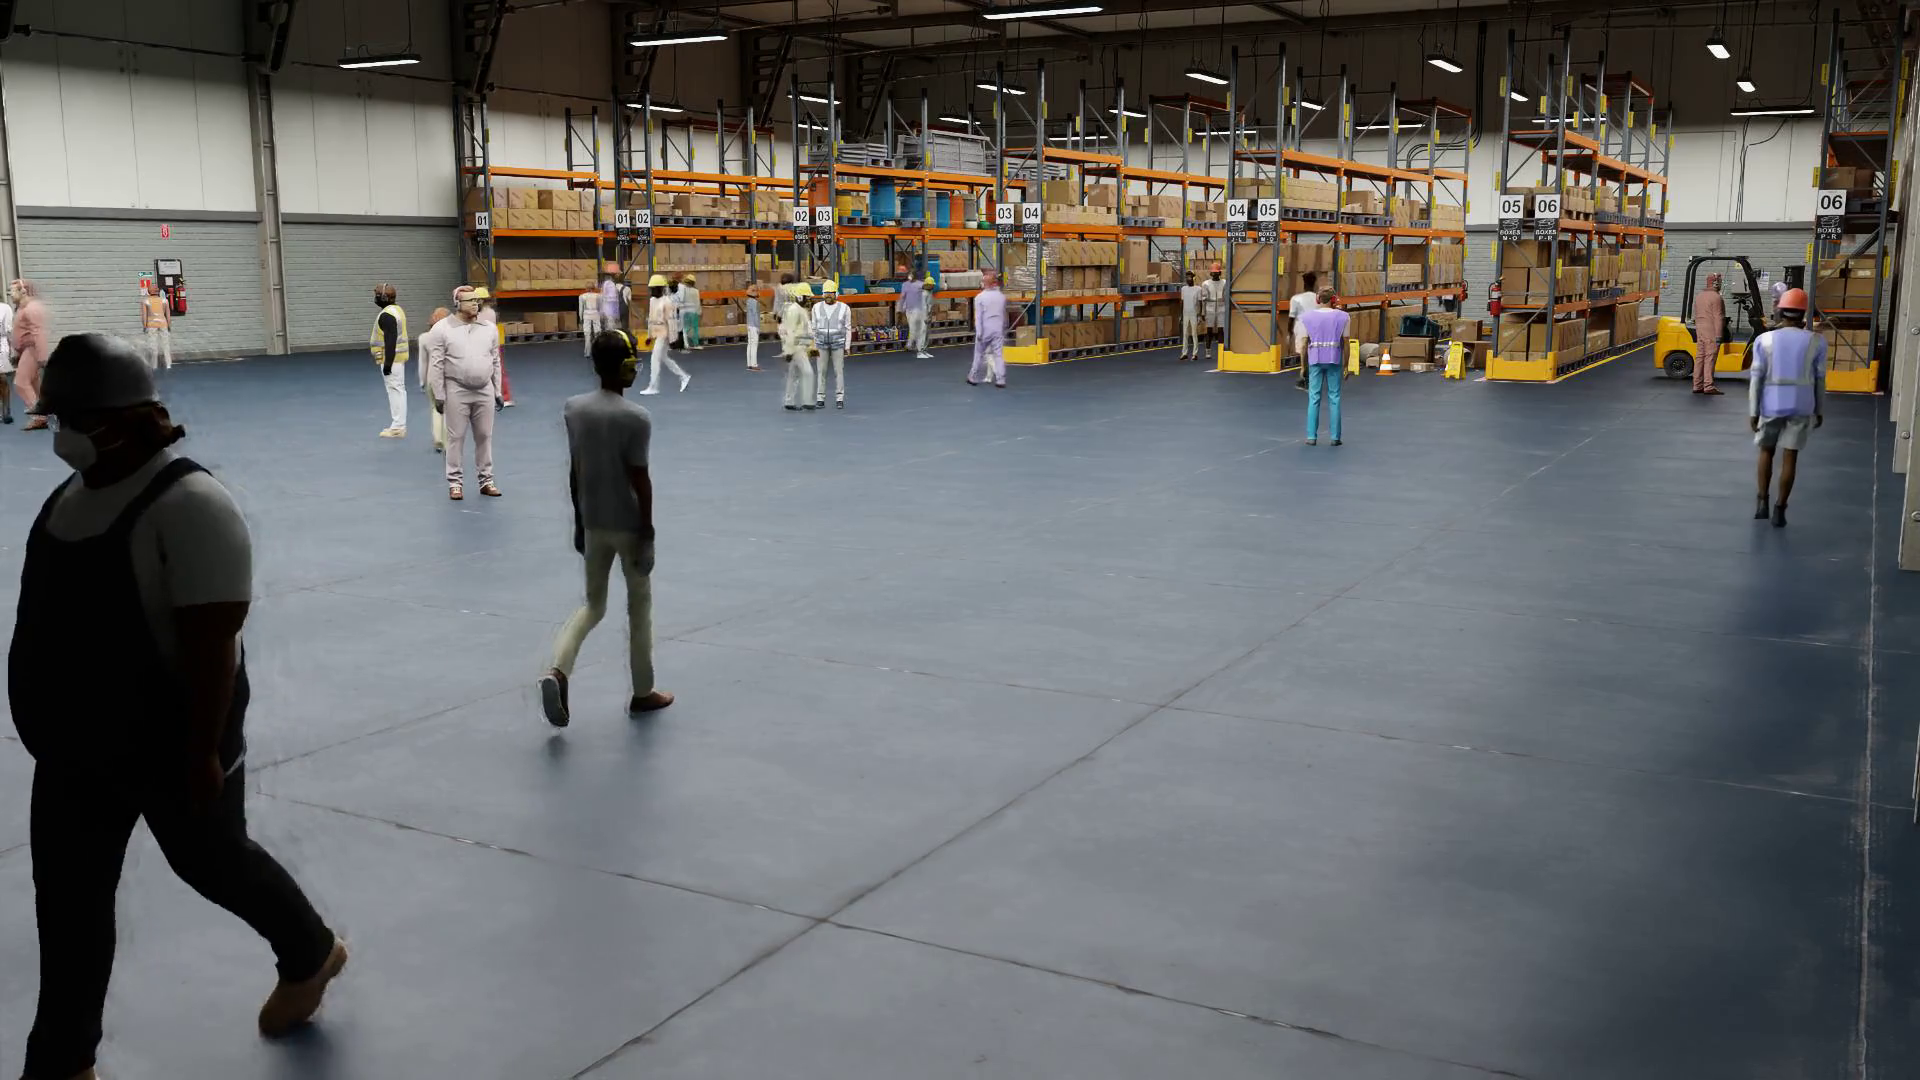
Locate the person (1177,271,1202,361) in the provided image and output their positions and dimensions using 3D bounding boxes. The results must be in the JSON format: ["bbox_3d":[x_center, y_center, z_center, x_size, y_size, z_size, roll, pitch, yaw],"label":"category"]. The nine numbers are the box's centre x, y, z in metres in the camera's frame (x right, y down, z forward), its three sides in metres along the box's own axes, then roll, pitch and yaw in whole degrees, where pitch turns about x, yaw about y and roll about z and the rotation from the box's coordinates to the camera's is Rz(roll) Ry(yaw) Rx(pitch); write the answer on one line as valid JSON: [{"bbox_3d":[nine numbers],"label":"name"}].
[{"bbox_3d":[4.805,-4.677,34.725,0.532,1.869,0.310,7,12,35],"label":"person"}]

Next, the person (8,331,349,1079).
[{"bbox_3d":[-2.092,0.424,4.359,0.689,2.000,0.972,5,11,25],"label":"person"}]

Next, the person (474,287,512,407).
[{"bbox_3d":[-6.829,-2.723,23.718,0.528,1.727,0.882,10,14,44],"label":"person"}]

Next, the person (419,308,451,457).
[{"bbox_3d":[-5.614,-1.717,18.132,0.524,1.614,0.491,0,10,-2],"label":"person"}]

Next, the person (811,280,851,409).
[{"bbox_3d":[-1.853,-2.790,23.782,0.587,1.834,0.403,1,10,3],"label":"person"}]

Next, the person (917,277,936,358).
[{"bbox_3d":[-0.694,-4.760,35.632,0.381,1.732,0.498,3,10,15],"label":"person"}]

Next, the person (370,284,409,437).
[{"bbox_3d":[-6.873,-2.157,20.054,0.430,1.845,0.623,-2,10,-9],"label":"person"}]

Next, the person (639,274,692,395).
[{"bbox_3d":[-4.676,-3.255,26.332,0.879,1.901,0.586,-6,12,-32],"label":"person"}]

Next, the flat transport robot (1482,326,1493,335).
[{"bbox_3d":[14.371,-5.787,45.896,0.652,0.197,1.431,2,10,9],"label":"flat transport robot"}]

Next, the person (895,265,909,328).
[{"bbox_3d":[-1.547,-6.595,45.804,0.570,1.920,0.577,5,11,26],"label":"person"}]

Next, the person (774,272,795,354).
[{"bbox_3d":[-3.791,-5.089,37.311,0.653,1.802,0.921,4,11,24],"label":"person"}]

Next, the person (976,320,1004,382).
[{"bbox_3d":[0.554,-3.479,28.448,0.519,1.616,0.678,-7,12,-36],"label":"person"}]

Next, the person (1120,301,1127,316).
[{"bbox_3d":[4.993,-7.464,50.872,0.375,1.927,0.543,4,10,22],"label":"person"}]

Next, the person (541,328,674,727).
[{"bbox_3d":[-1.640,-0.051,7.687,0.525,1.850,0.748,4,11,23],"label":"person"}]

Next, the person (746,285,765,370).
[{"bbox_3d":[-3.929,-4.053,31.758,0.282,1.633,0.500,-5,11,-26],"label":"person"}]

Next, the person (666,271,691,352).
[{"bbox_3d":[-6.366,-5.103,37.316,0.618,1.851,0.659,-10,14,-44],"label":"person"}]

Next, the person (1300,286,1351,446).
[{"bbox_3d":[4.186,-1.992,19.096,0.563,1.837,0.389,2,10,12],"label":"person"}]

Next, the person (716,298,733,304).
[{"bbox_3d":[-6.524,-6.517,45.866,0.528,1.746,0.713,5,11,26],"label":"person"}]

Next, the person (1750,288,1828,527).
[{"bbox_3d":[6.720,-1.080,13.528,0.552,1.908,0.724,5,11,28],"label":"person"}]

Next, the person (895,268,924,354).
[{"bbox_3d":[-1.124,-5.087,37.029,0.634,1.895,0.953,8,13,40],"label":"person"}]

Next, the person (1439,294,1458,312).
[{"bbox_3d":[13.809,-6.735,46.829,0.908,1.895,0.639,-8,13,-39],"label":"person"}]

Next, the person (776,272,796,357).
[{"bbox_3d":[-3.649,-4.797,35.548,0.560,1.828,0.639,5,11,27],"label":"person"}]

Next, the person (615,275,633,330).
[{"bbox_3d":[-7.411,-4.924,36.333,0.539,1.804,0.857,-2,10,-14],"label":"person"}]

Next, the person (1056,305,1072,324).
[{"bbox_3d":[3.135,-7.269,49.780,0.632,1.913,0.728,5,11,26],"label":"person"}]

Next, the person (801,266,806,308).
[{"bbox_3d":[-4.871,-7.473,51.057,0.356,1.883,0.573,-5,11,-27],"label":"person"}]

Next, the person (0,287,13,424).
[{"bbox_3d":[-12.495,-2.427,21.478,0.563,1.884,0.983,-6,11,-32],"label":"person"}]

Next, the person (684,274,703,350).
[{"bbox_3d":[-6.221,-5.282,38.588,0.544,1.759,0.489,6,12,33],"label":"person"}]

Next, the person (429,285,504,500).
[{"bbox_3d":[-4.414,-1.324,14.963,0.651,1.913,0.410,-7,12,-37],"label":"person"}]

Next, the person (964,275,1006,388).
[{"bbox_3d":[0.455,-3.469,27.703,0.656,1.848,1.019,-5,11,-29],"label":"person"}]

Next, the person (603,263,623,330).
[{"bbox_3d":[-7.031,-4.631,34.001,0.663,2.017,0.651,-4,10,-20],"label":"person"}]

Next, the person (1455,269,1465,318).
[{"bbox_3d":[13.986,-6.757,46.957,0.477,1.848,0.553,3,10,15],"label":"person"}]

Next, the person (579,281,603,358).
[{"bbox_3d":[-7.904,-4.725,35.677,0.511,1.640,0.308,-3,10,-16],"label":"person"}]

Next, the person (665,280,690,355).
[{"bbox_3d":[-6.365,-4.861,36.431,0.531,1.661,0.822,8,13,39],"label":"person"}]

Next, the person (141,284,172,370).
[{"bbox_3d":[-15.377,-4.071,31.851,0.511,1.640,0.309,-8,12,-37],"label":"person"}]

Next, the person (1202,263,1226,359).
[{"bbox_3d":[5.410,-4.839,35.198,0.604,2.038,0.403,1,10,6],"label":"person"}]

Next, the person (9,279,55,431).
[{"bbox_3d":[-11.626,-2.297,20.734,0.543,1.889,0.644,-6,12,-32],"label":"person"}]

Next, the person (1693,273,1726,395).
[{"bbox_3d":[11.861,-3.251,26.267,0.407,1.908,0.641,-1,10,-7],"label":"person"}]

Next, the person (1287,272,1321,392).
[{"bbox_3d":[5.597,-3.352,26.806,0.616,1.928,0.960,-2,10,-9],"label":"person"}]

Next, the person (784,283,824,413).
[{"bbox_3d":[-2.154,-2.662,23.124,0.721,1.802,0.622,0,10,2],"label":"person"}]

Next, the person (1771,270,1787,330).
[{"bbox_3d":[18.350,-5.084,36.985,0.589,1.915,0.397,2,10,13],"label":"person"}]
